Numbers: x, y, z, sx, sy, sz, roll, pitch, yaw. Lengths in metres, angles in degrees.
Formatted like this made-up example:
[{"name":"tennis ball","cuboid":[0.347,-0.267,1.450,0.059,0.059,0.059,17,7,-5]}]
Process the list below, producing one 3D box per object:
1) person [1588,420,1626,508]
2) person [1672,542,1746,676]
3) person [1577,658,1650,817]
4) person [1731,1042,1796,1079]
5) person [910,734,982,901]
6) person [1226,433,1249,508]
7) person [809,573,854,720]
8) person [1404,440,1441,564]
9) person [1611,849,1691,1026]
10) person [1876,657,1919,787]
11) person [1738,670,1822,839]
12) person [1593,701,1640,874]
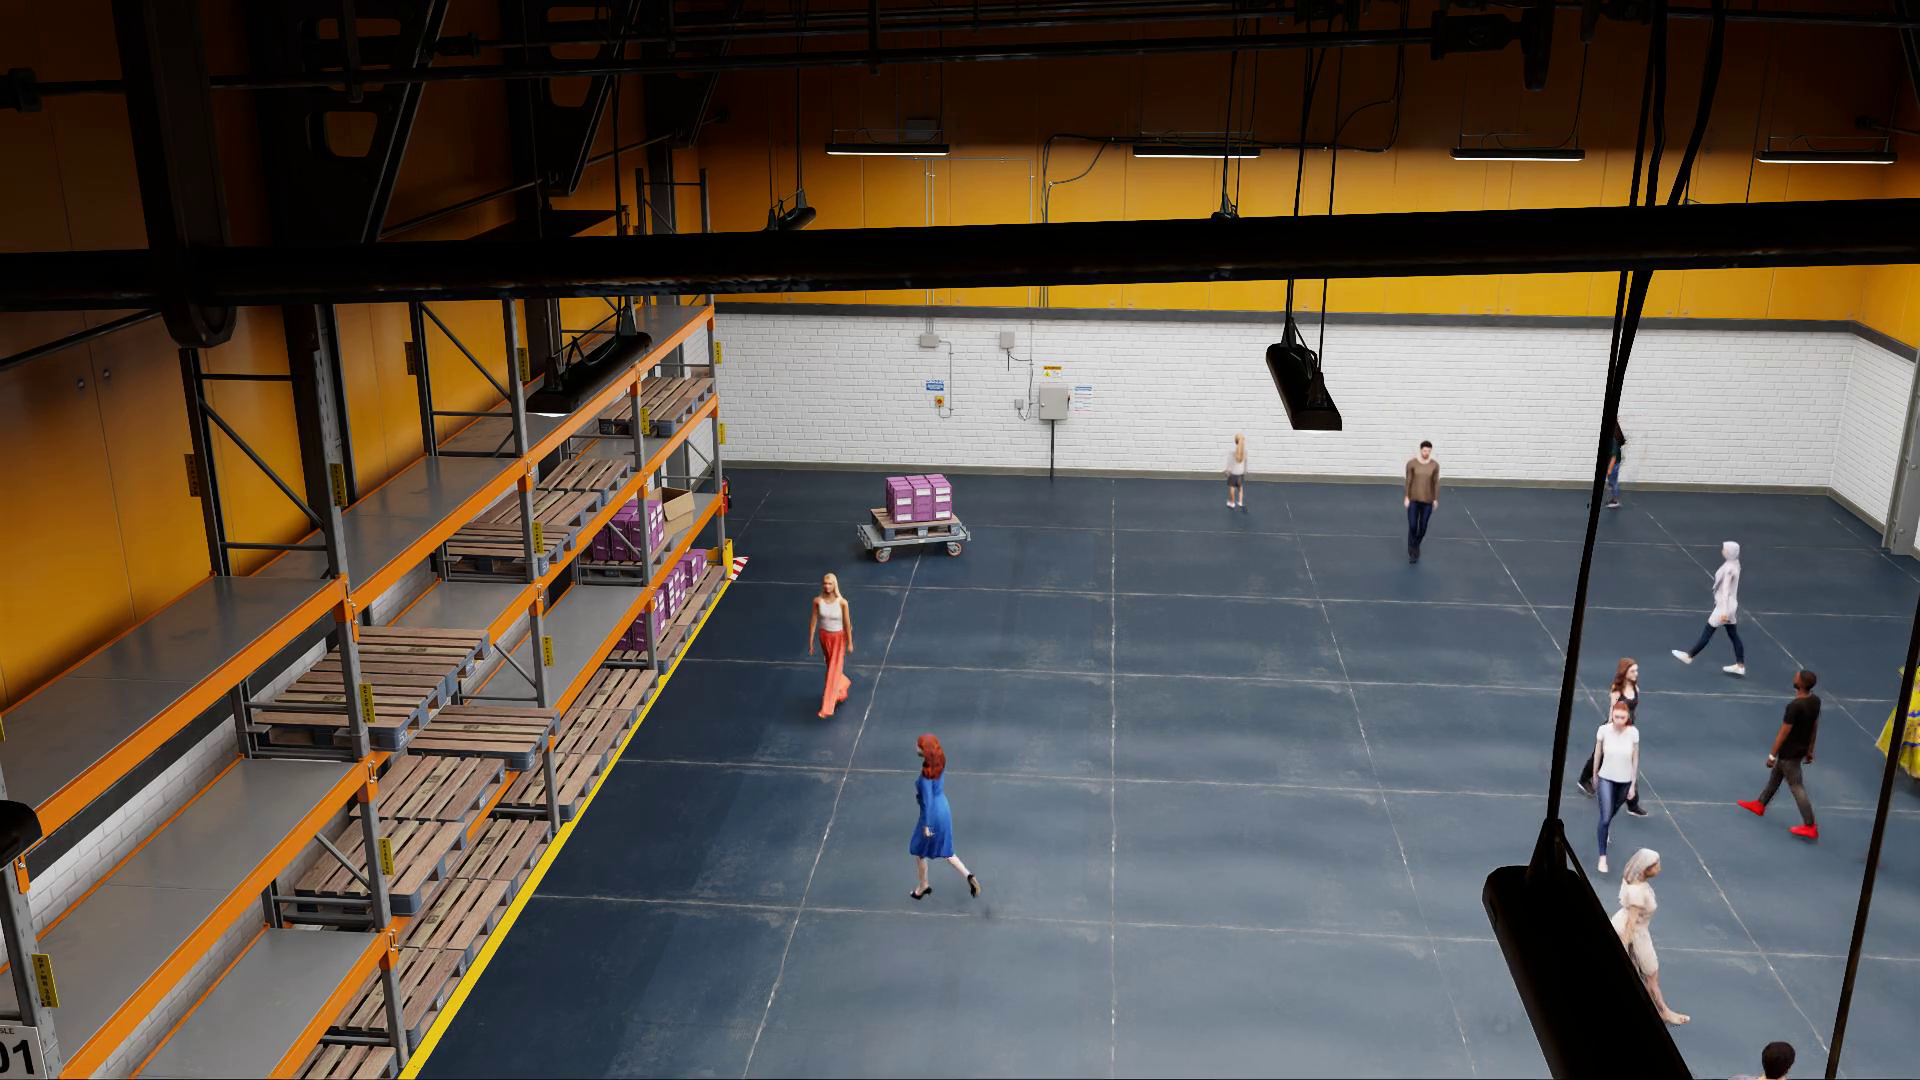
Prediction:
[{"name":"person","cuboid":[10.967,-1.285,27.949,0.829,1.575,0.860,-3,19,-8]},{"name":"person","cuboid":[9.841,0.910,21.187,1.095,1.730,1.161,14,23,35]},{"name":"person","cuboid":[6.969,2.060,17.823,1.011,1.698,1.238,-9,21,-25]},{"name":"person","cuboid":[5.301,4.233,11.156,0.896,1.836,0.809,-10,21,-27]},{"name":"person","cuboid":[-0.175,2.690,15.790,0.913,1.801,1.021,9,21,25]},{"name":"person","cuboid":[4.682,-1.179,28.110,0.599,1.272,0.634,-7,20,-20]},{"name":"person","cuboid":[-1.521,1.246,20.172,0.835,1.743,1.335,6,19,16]},{"name":"person","cuboid":[7.080,-0.634,25.562,0.677,1.866,0.996,2,19,6]},{"name":"person","cuboid":[5.508,3.370,13.967,0.775,1.677,1.137,3,19,9]},{"name":"person","cuboid":[10.606,1.930,18.341,1.037,1.614,1.325,9,20,24]},{"name":"person","cuboid":[8.693,2.239,17.194,1.125,1.761,1.244,-12,22,-31]},{"name":"person","cuboid":[6.608,2.413,16.791,0.663,1.687,1.209,4,19,12]}]
